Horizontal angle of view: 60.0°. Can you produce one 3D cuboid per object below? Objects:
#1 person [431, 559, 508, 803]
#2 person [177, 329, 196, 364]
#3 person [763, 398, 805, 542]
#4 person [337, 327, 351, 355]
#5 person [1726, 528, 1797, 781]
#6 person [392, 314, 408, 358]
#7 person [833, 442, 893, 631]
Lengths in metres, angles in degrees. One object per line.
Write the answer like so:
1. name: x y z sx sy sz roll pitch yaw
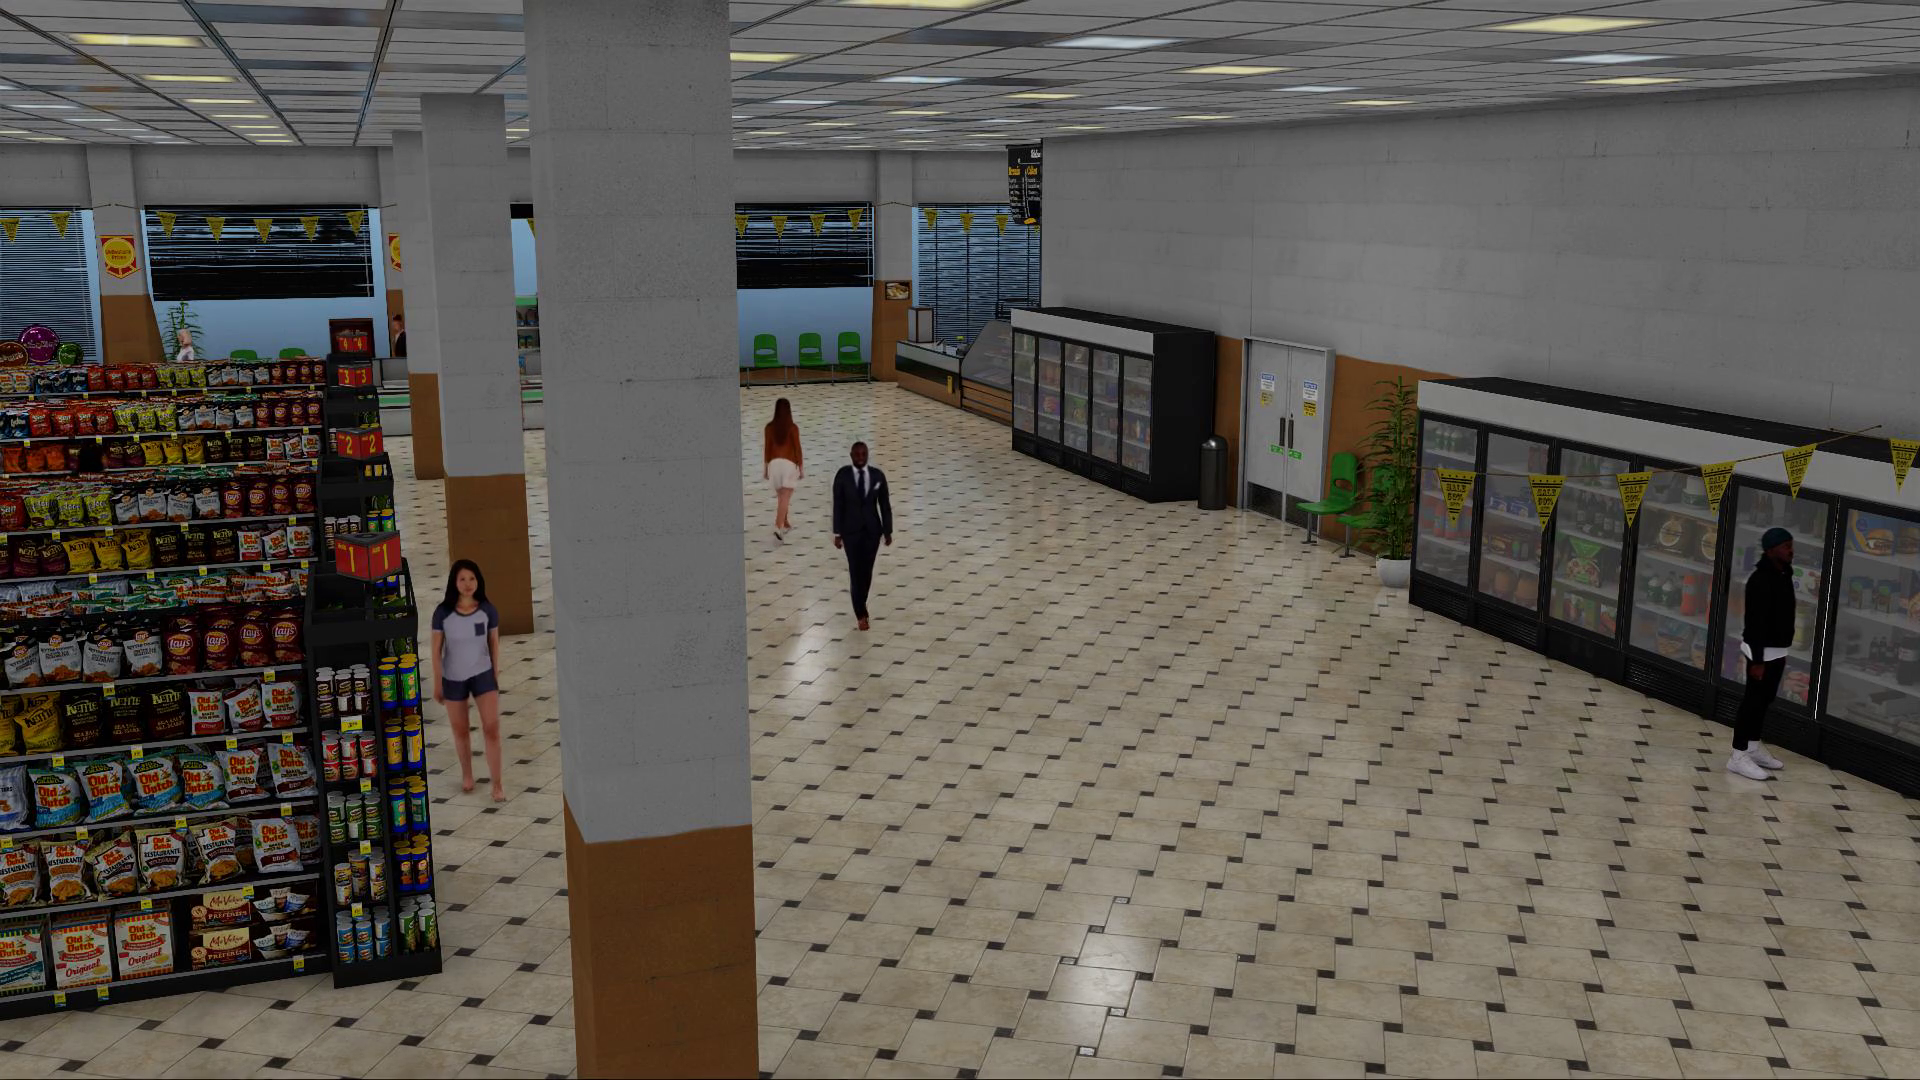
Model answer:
1. person: -3.443 0.951 11.608 0.824 1.680 0.675 -4 12 -17
2. person: -13.760 -2.890 29.676 0.636 1.751 0.643 11 16 42
3. person: -2.157 -0.823 20.019 1.131 1.687 1.085 3 12 15
4. person: -11.504 -3.083 30.920 1.142 1.617 0.837 -9 15 -36
5. person: 5.824 0.793 12.029 0.659 1.817 0.810 -11 16 -43
6. person: -10.132 -3.180 30.663 1.233 1.913 0.937 -8 14 -33
7. person: -0.967 -0.052 16.143 1.149 1.775 0.850 -3 12 -13
